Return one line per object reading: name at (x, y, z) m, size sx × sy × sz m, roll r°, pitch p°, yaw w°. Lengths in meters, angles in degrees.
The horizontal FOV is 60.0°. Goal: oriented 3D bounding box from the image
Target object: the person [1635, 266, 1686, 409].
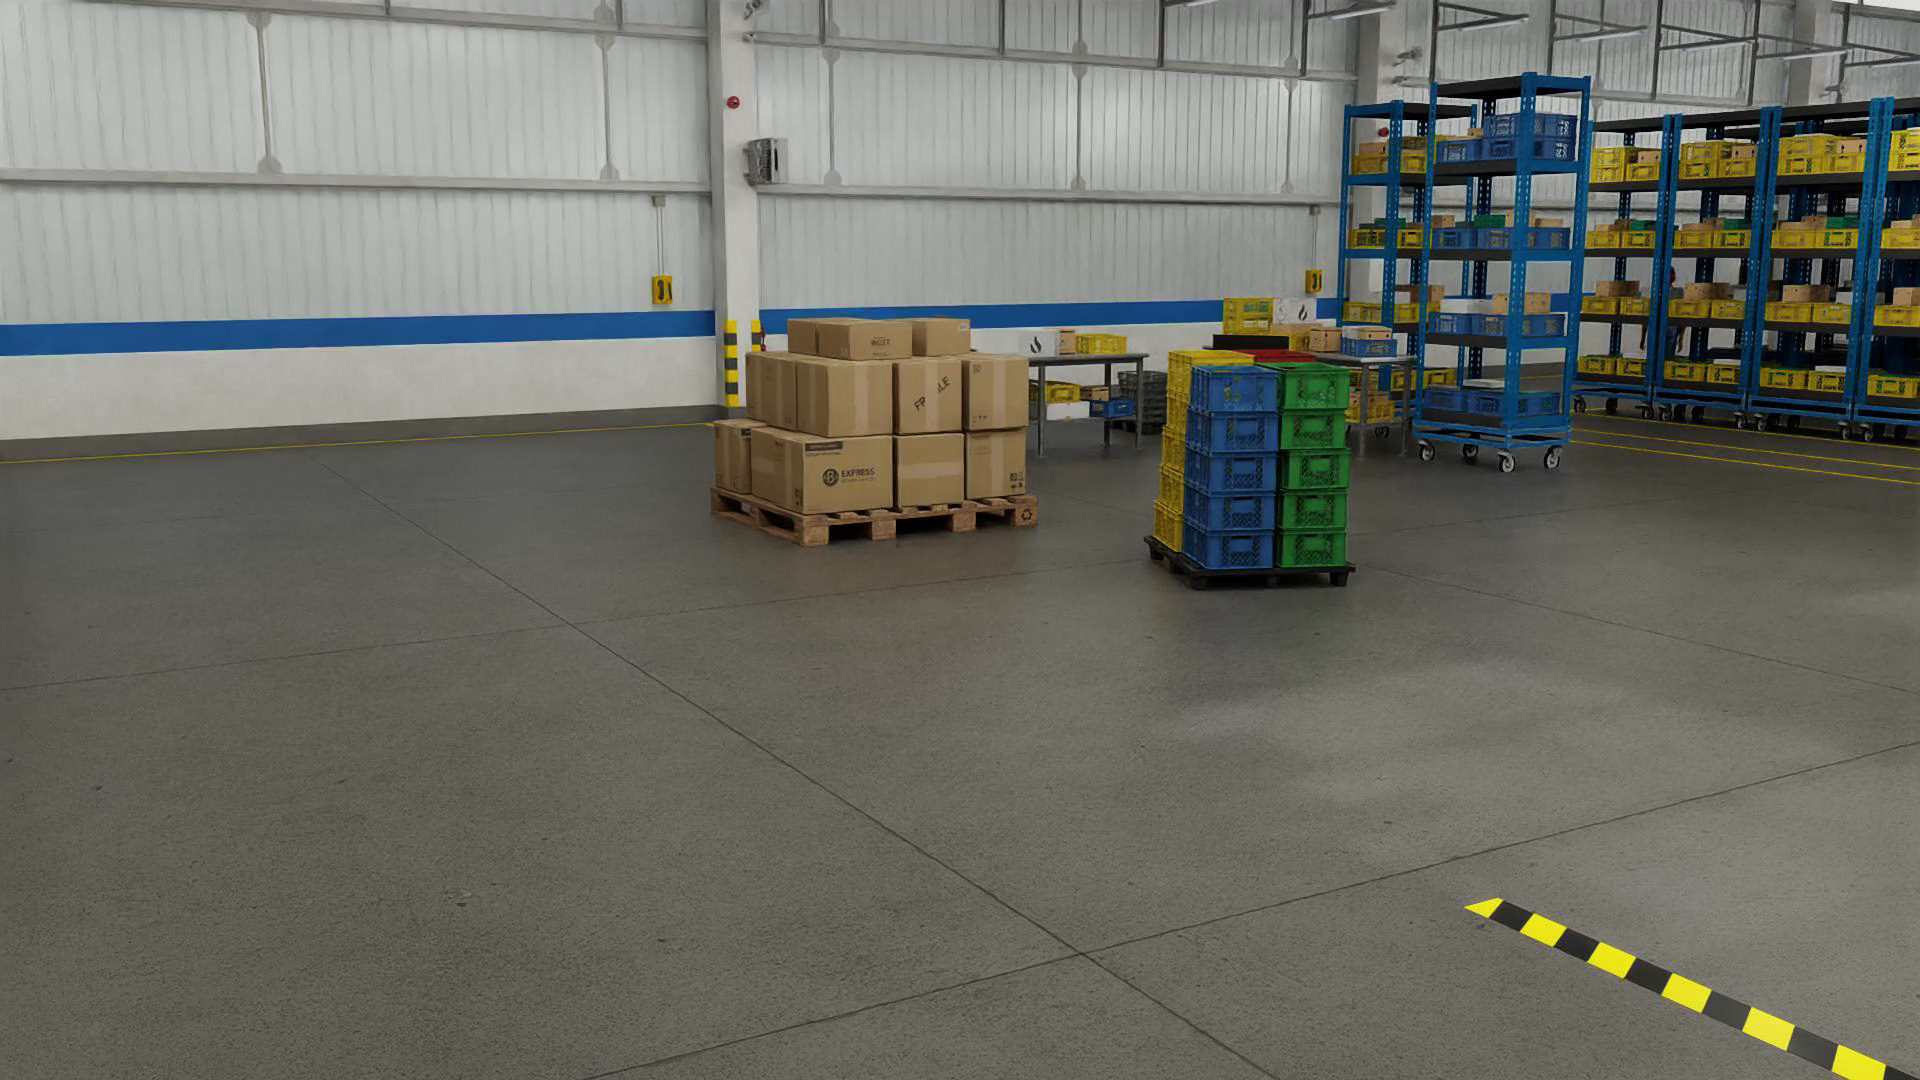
person at (8.963, -2.575, 21.201) m, size 0.390 × 1.839 × 0.564 m, roll -10°, pitch 14°, yaw -43°
